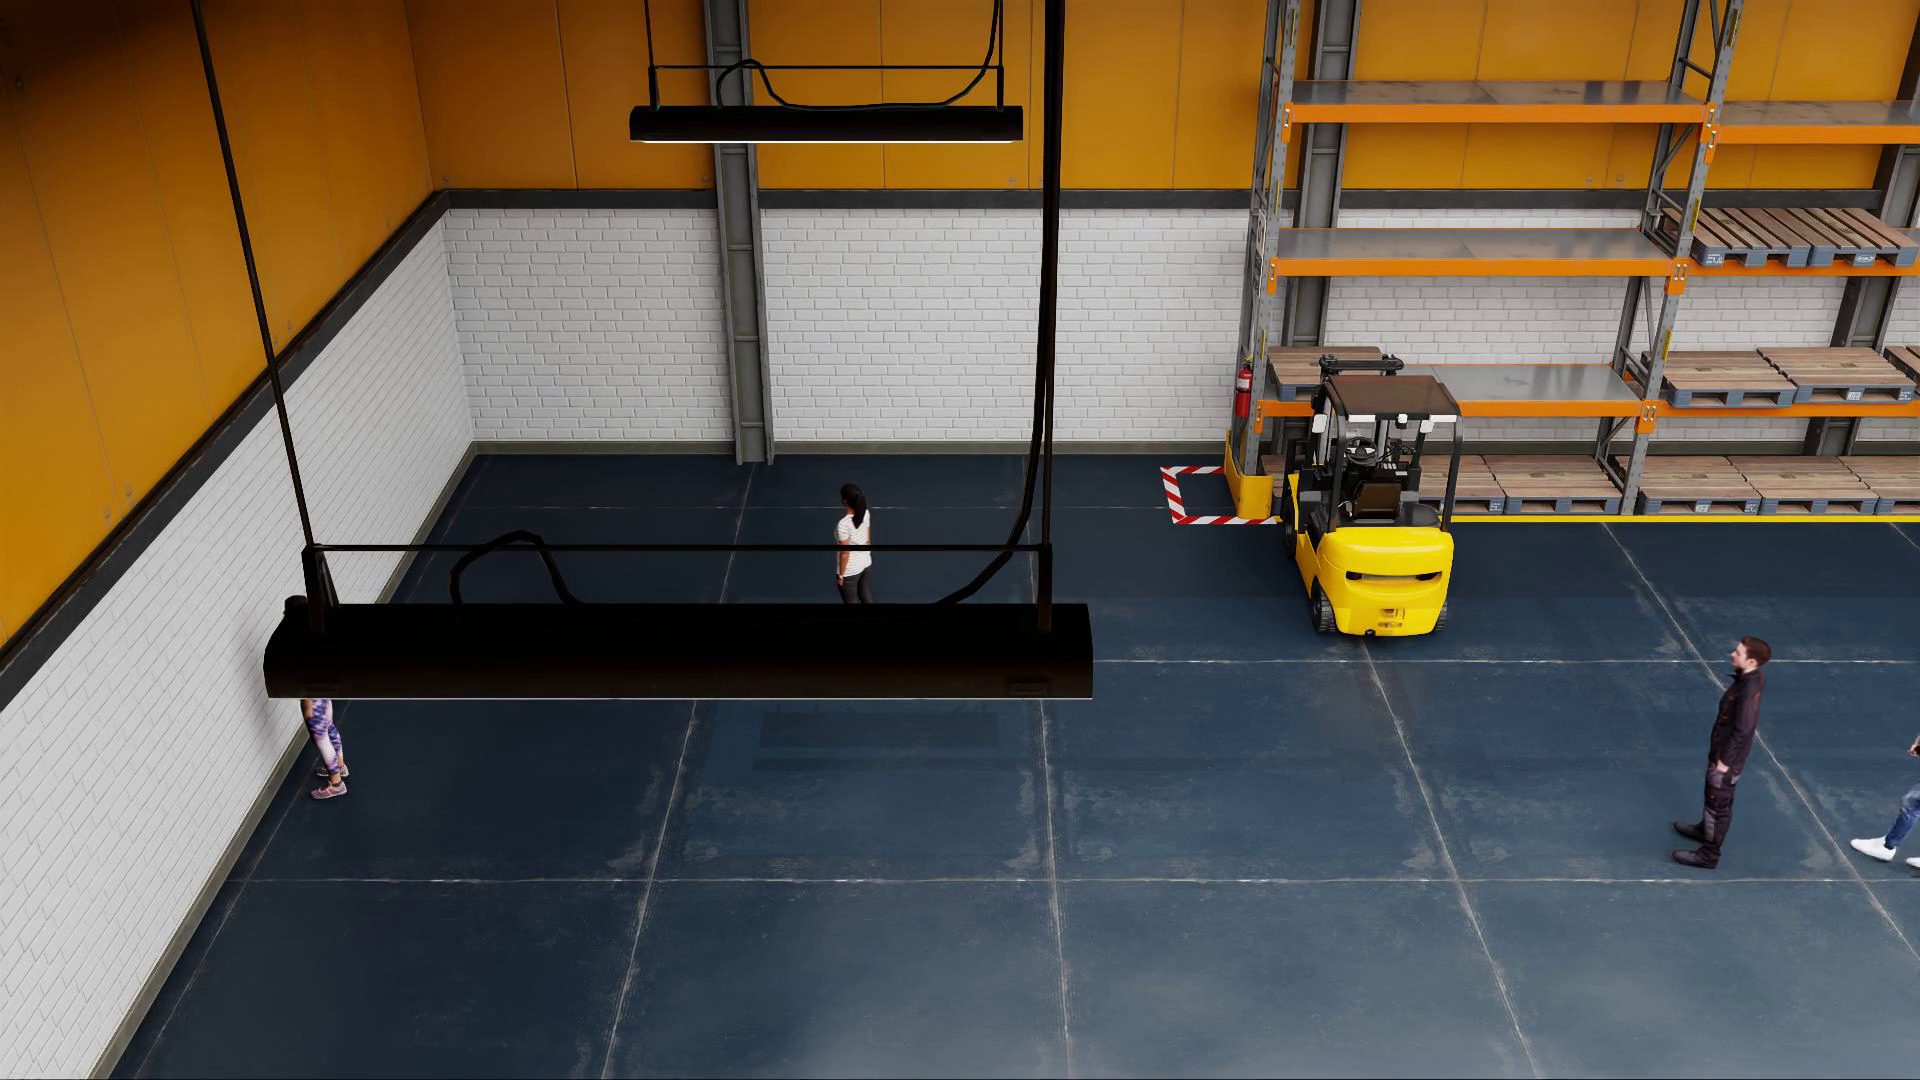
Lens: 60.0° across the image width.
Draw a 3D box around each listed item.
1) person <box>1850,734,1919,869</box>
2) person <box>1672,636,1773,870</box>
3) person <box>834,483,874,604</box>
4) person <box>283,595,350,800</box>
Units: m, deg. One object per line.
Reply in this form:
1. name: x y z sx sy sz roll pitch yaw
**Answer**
1. person: 7.259 1.659 12.042 1.082 1.829 0.970 14 31 23
2. person: 5.621 1.531 12.186 0.748 1.915 0.771 12 31 22
3. person: -0.940 0.240 14.834 0.683 1.645 0.653 19 34 30
4. person: -5.032 1.195 12.955 0.598 1.767 0.629 -5 29 -9
